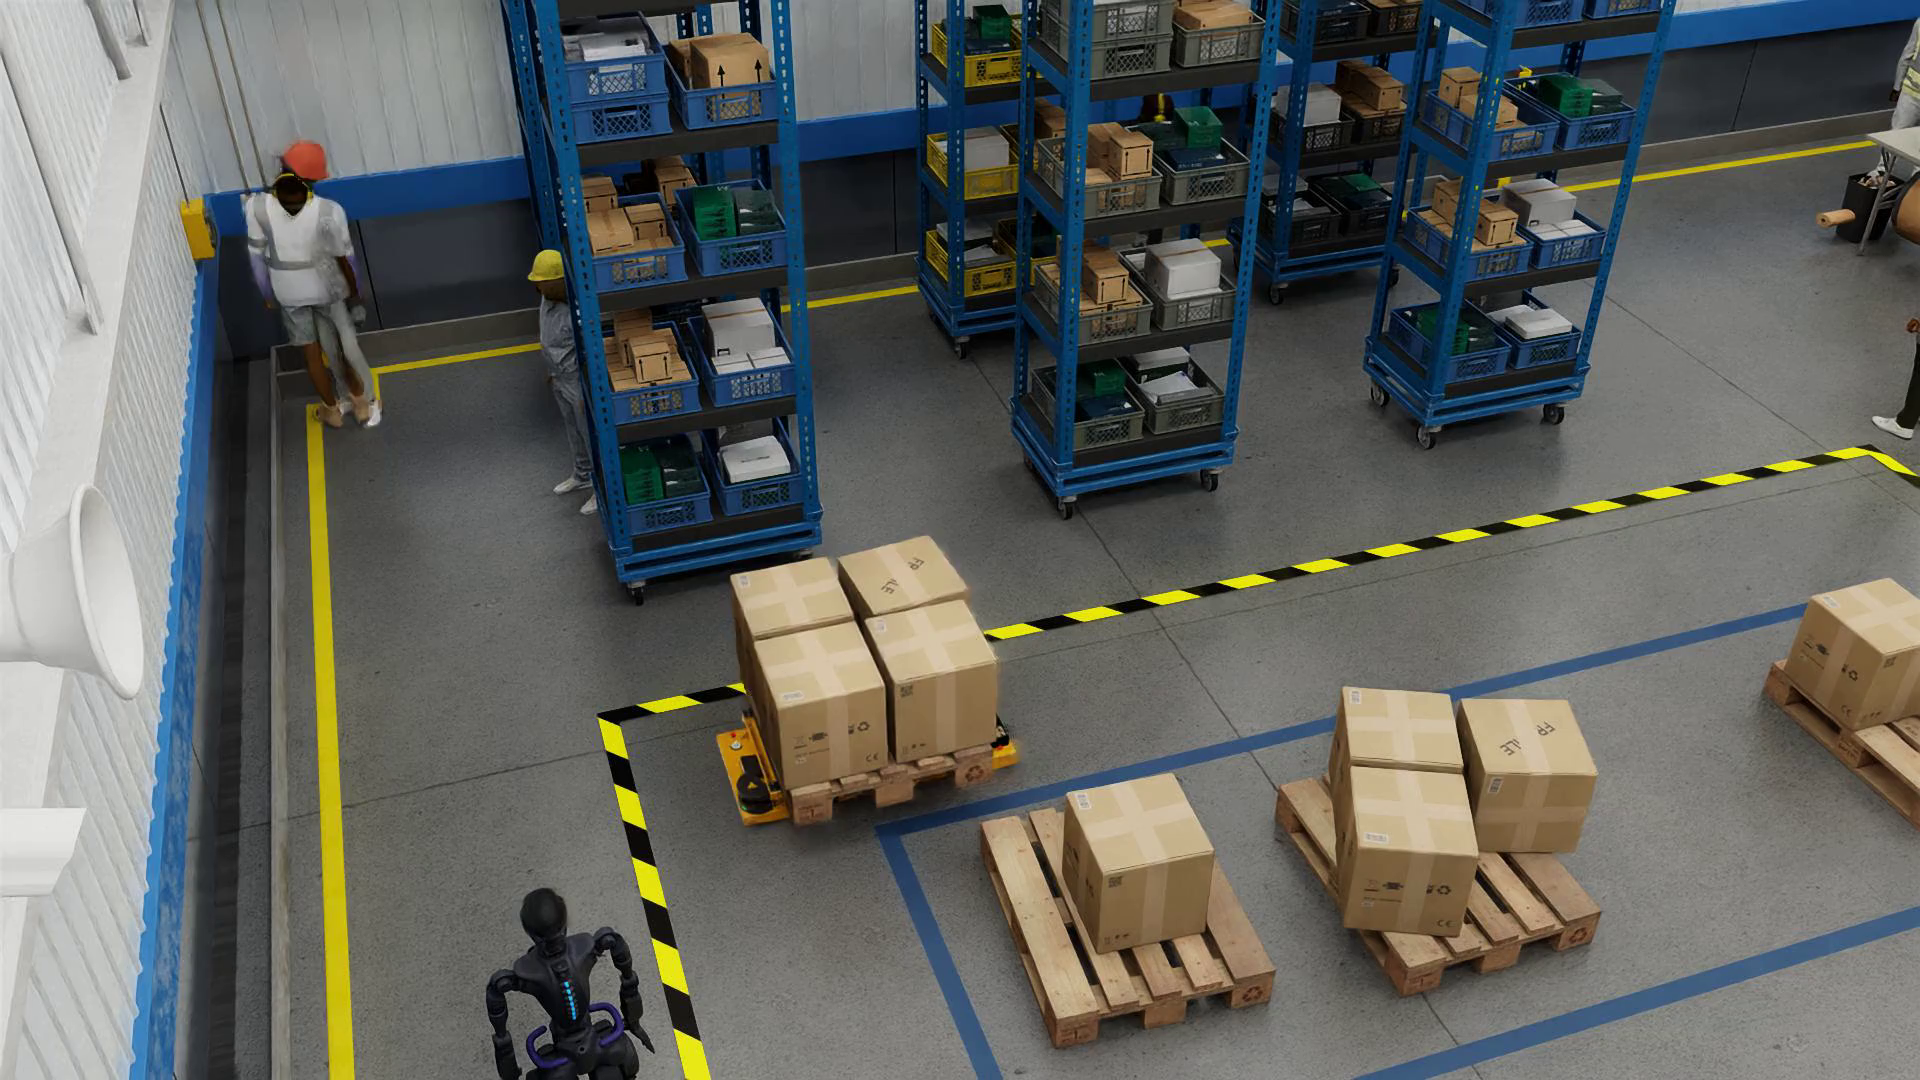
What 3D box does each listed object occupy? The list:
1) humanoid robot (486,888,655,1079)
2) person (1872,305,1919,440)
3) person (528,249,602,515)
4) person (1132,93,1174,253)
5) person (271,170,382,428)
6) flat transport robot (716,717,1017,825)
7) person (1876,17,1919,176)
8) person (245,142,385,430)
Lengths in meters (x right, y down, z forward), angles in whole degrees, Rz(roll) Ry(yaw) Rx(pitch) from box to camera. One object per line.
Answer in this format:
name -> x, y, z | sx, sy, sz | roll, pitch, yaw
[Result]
humanoid robot -> -1.420, 1.904, 6.124 | 0.599, 1.653, 0.315 | -18, 39, -24
person -> 6.459, -1.508, 10.820 | 0.589, 1.852, 0.365 | -10, 36, -14
person -> -2.382, -0.968, 10.146 | 0.296, 1.744, 0.483 | -25, 42, -31
person -> 1.354, -2.302, 11.928 | 0.316, 1.872, 0.529 | 13, 37, 17
person -> -4.169, -1.583, 10.929 | 0.626, 1.852, 0.394 | 9, 36, 12
flat transport robot -> -0.489, 1.030, 8.571 | 1.431, 0.197, 0.652 | -11, 37, -15
person -> 8.204, -3.785, 14.058 | 0.627, 1.843, 0.429 | 22, 41, 28
person -> -4.230, -1.611, 10.861 | 0.649, 1.990, 0.384 | -11, 37, -15
